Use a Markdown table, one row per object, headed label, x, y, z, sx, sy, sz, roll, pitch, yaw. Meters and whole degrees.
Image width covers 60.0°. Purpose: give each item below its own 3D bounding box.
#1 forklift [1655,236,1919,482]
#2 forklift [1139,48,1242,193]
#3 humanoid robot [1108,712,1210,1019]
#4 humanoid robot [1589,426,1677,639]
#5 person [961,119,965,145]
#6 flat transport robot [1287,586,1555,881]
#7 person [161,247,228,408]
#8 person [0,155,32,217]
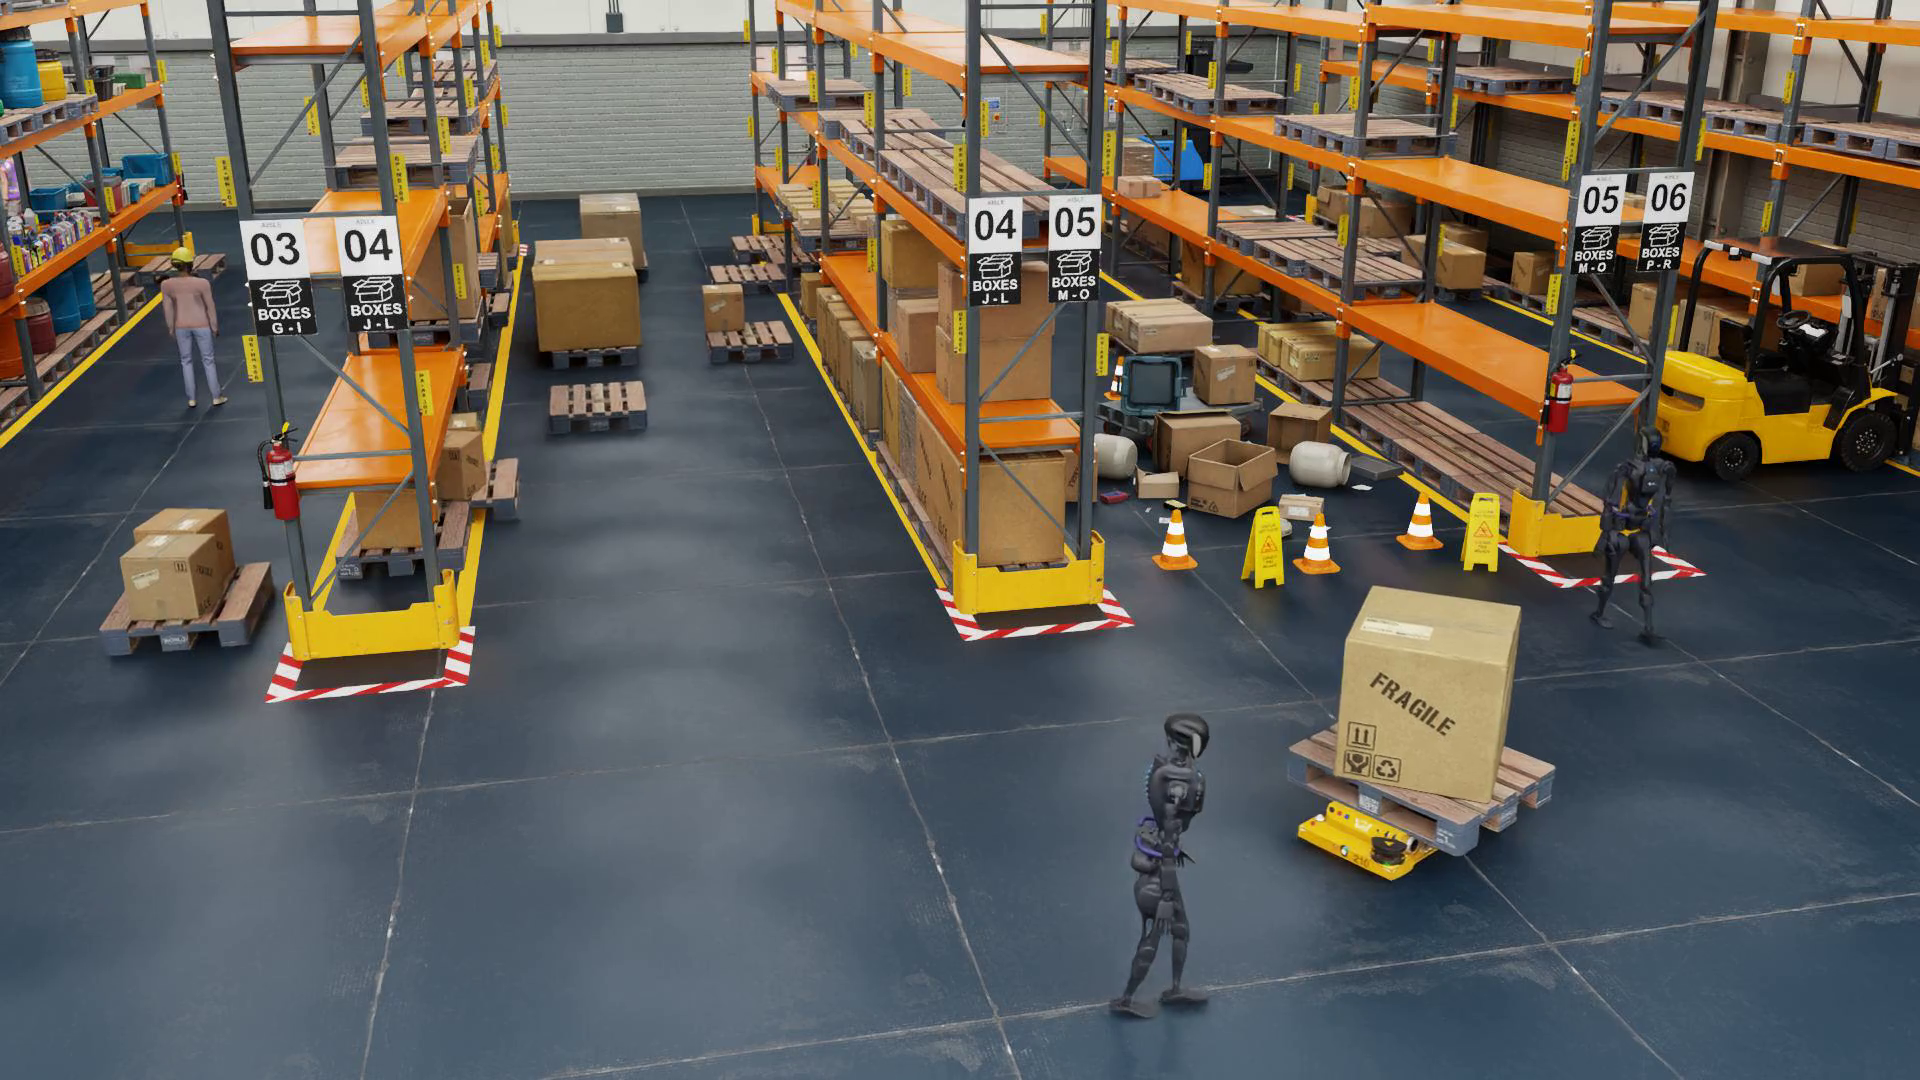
| label | x | y | z | sx | sy | sz | roll | pitch | yaw |
| --- | --- | --- | --- | --- | --- | --- | --- | --- | --- |
| forklift | 8.013 | -1.814 | 16.330 | 2.313 | 2.155 | 1.214 | -4 | 21 | -12 |
| forklift | 4.566 | -8.313 | 32.860 | 1.873 | 2.768 | 1.129 | -4 | 21 | -12 |
| humanoid robot | 1.006 | 1.556 | 7.991 | 0.420 | 1.640 | 0.601 | 3 | 21 | 9 |
| humanoid robot | 5.021 | -0.051 | 12.341 | 0.592 | 1.633 | 0.689 | -4 | 21 | -10 |
| person | 0.154 | -6.994 | 30.978 | 0.317 | 1.699 | 0.538 | -1 | 20 | -1 |
| flat transport robot | 2.713 | 1.581 | 9.945 | 1.431 | 0.231 | 0.659 | -17 | 26 | -39 |
| person | -8.468 | -2.342 | 18.360 | 0.527 | 1.765 | 0.325 | -4 | 21 | -11 |
| person | -15.367 | -5.565 | 27.153 | 0.347 | 1.688 | 0.491 | 11 | 23 | 27 |
